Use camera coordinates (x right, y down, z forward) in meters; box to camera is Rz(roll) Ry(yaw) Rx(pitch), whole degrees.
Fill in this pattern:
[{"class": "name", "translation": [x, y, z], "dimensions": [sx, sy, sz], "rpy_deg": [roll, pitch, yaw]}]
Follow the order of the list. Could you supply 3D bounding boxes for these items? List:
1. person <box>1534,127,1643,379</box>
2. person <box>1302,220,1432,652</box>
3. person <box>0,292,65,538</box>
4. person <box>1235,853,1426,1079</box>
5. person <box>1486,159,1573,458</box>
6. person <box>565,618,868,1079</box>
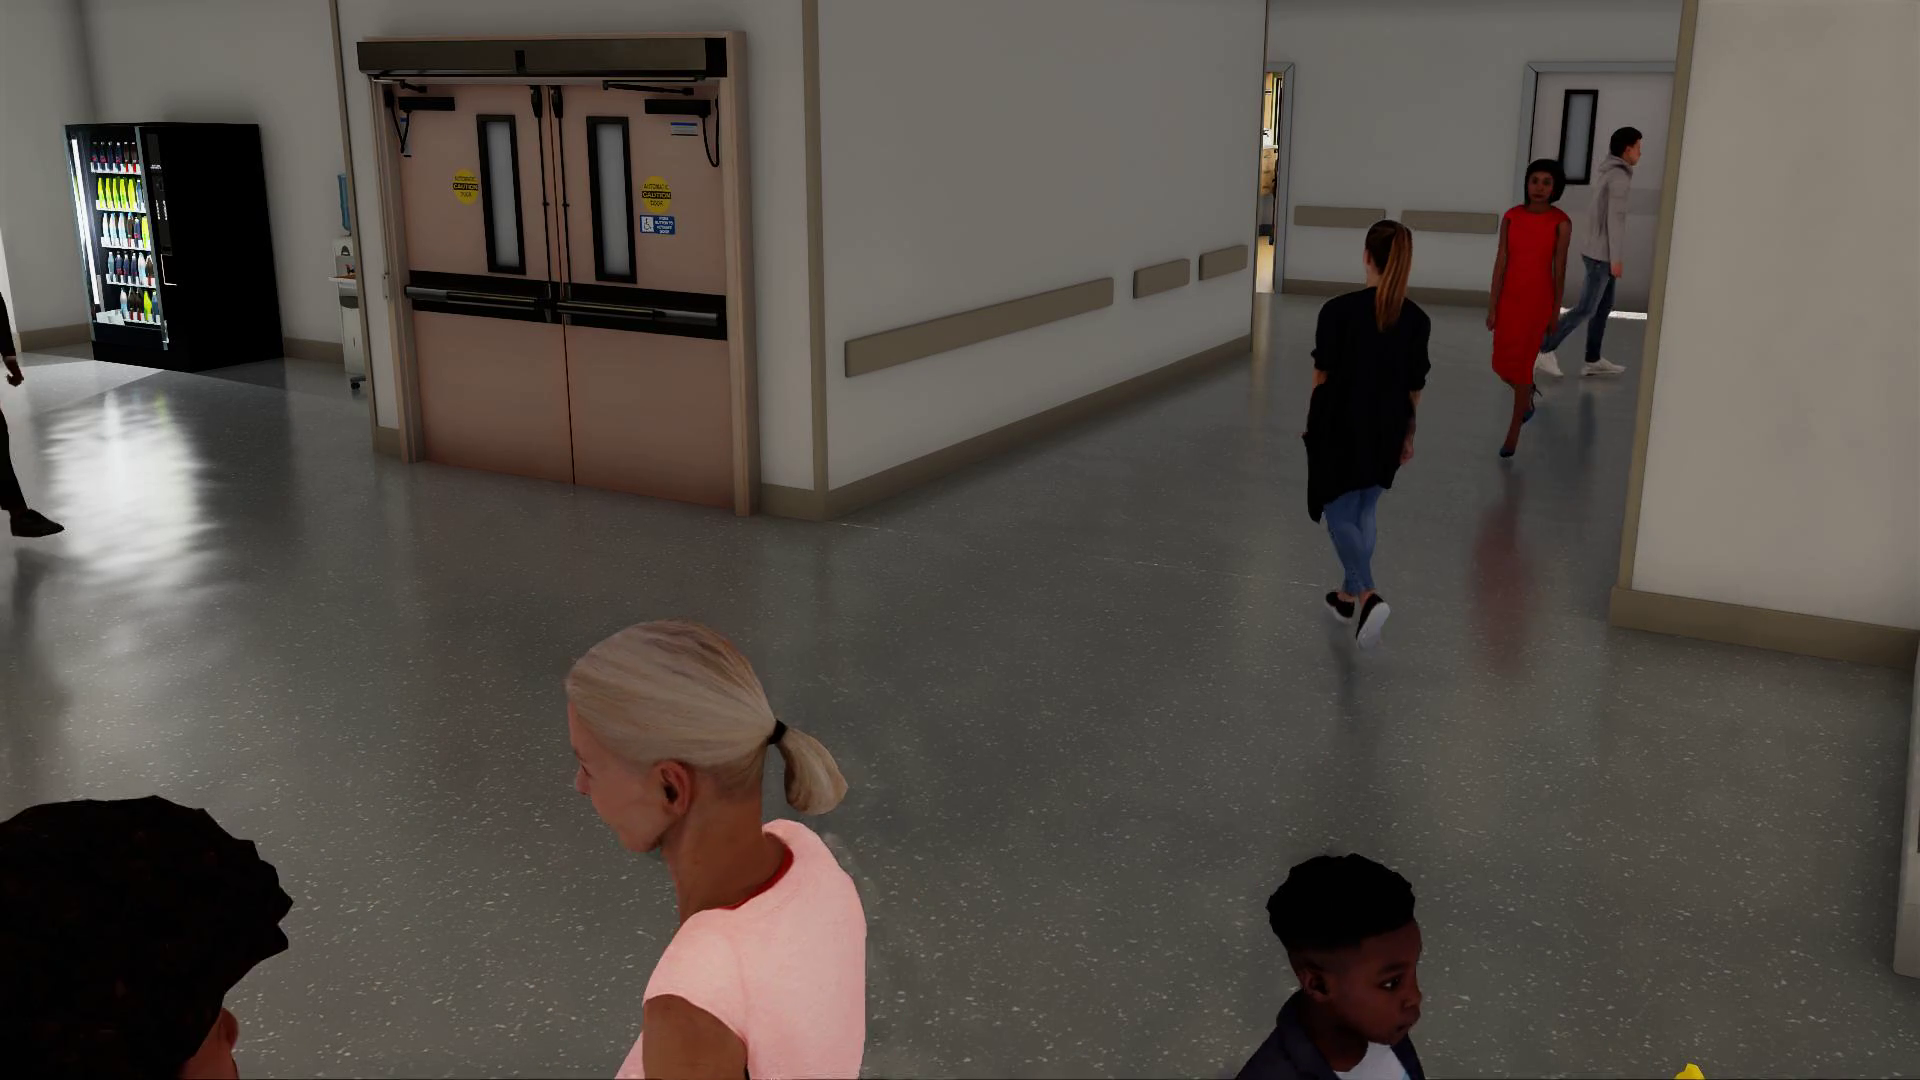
[{"class": "person", "translation": [4.657, -2.097, 12.275], "dimensions": [1.034, 1.823, 0.852], "rpy_deg": [5, 17, 17]}, {"class": "person", "translation": [1.591, -0.379, 6.481], "dimensions": [1.099, 1.661, 1.070], "rpy_deg": [-1, 16, -4]}, {"class": "person", "translation": [-4.899, -0.875, 8.034], "dimensions": [1.272, 1.772, 0.868], "rpy_deg": [4, 16, 13]}, {"class": "person", "translation": [0.429, 1.004, 2.314], "dimensions": [0.617, 1.261, 0.566], "rpy_deg": [13, 21, 40]}, {"class": "person", "translation": [3.383, -1.367, 9.866], "dimensions": [0.796, 1.726, 0.708], "rpy_deg": [12, 20, 37]}, {"class": "person", "translation": [-0.126, 0.917, 1.847], "dimensions": [1.131, 1.681, 0.667], "rpy_deg": [7, 17, 22]}]
